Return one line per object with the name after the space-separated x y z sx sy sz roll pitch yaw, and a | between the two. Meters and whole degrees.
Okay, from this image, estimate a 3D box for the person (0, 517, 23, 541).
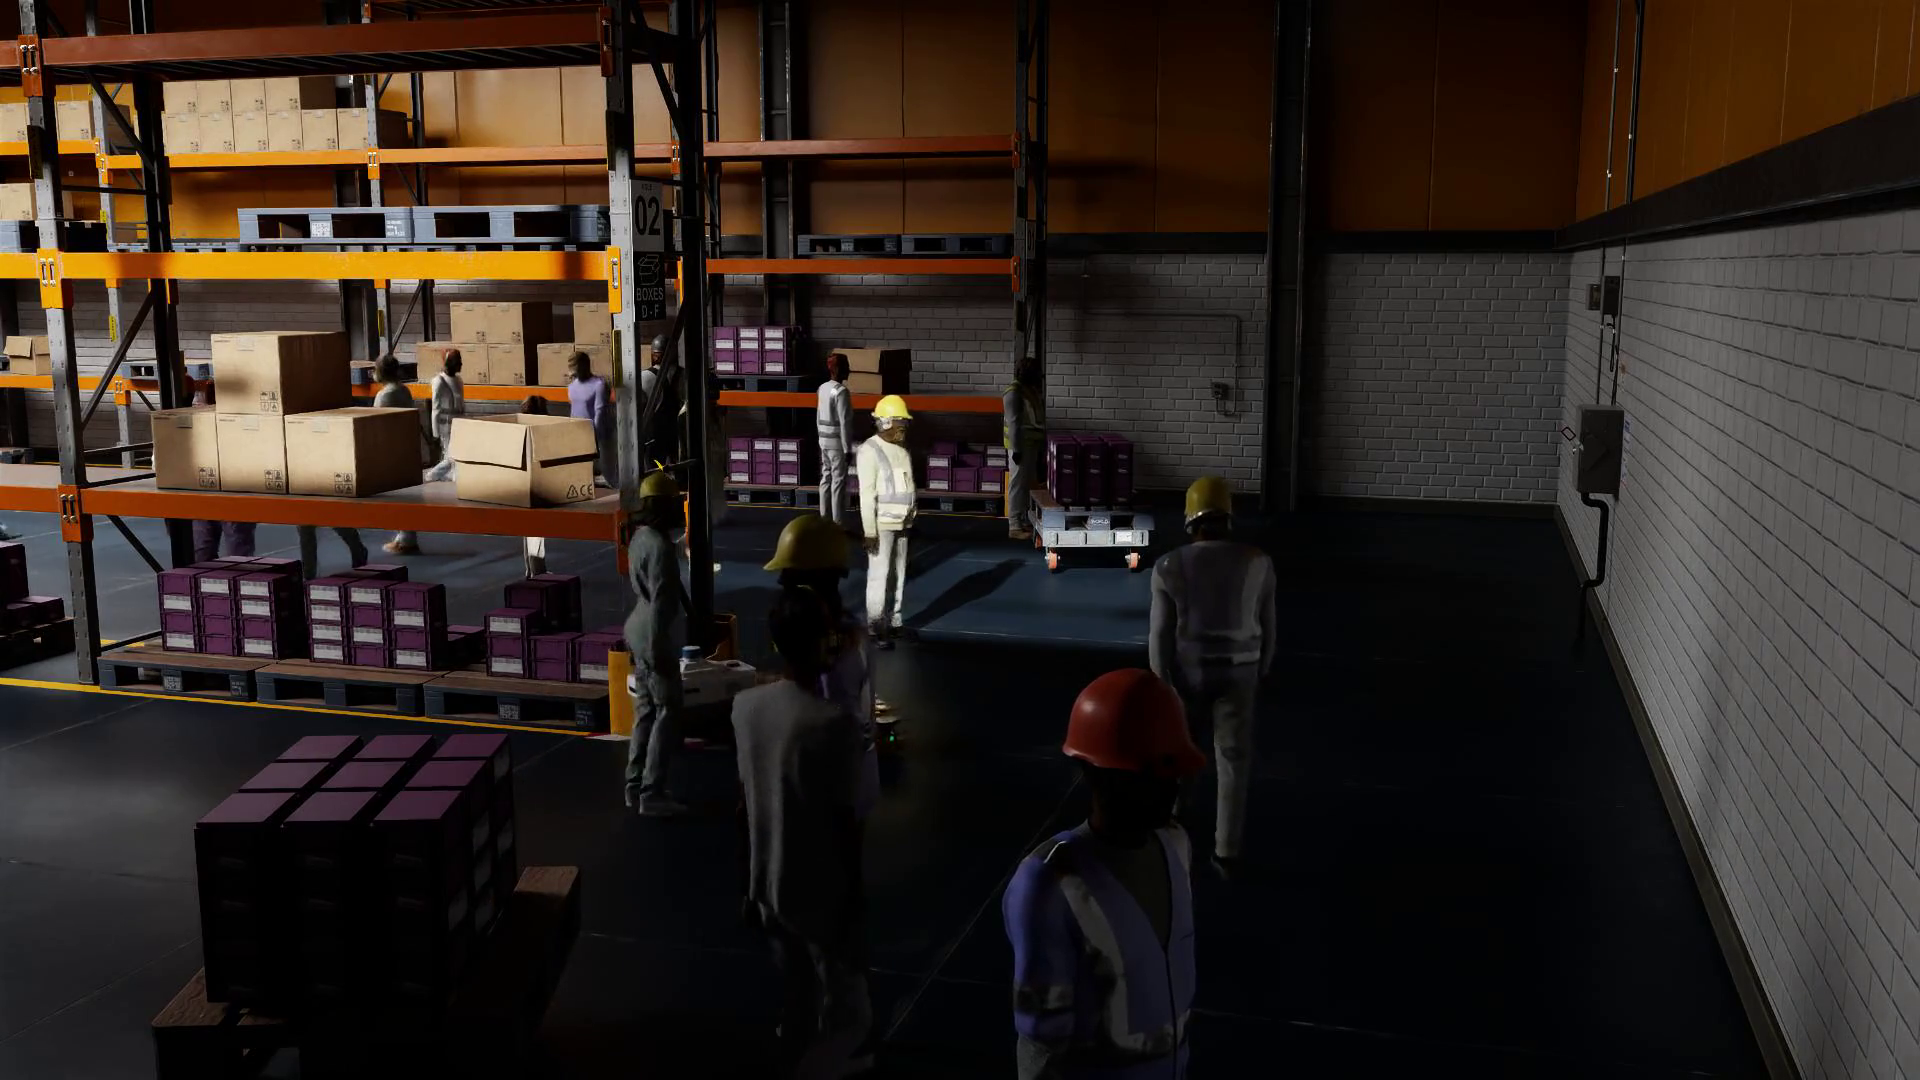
-9.735 -0.792 16.349 0.879 1.721 0.535 0 9 -1 | person

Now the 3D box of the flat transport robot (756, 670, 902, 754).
-0.836 1.001 9.845 0.652 0.197 1.431 -3 10 -16 | flat transport robot

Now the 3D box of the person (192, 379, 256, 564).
-5.746 -0.310 12.948 0.687 1.891 0.415 2 10 14 | person

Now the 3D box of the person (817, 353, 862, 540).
-1.245 -0.940 16.776 0.357 1.881 0.574 -6 11 -31 | person

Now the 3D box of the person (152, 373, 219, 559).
-6.059 -0.358 13.058 0.543 1.939 0.360 0 9 -3 | person

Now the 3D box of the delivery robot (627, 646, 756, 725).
-1.546 0.854 9.589 0.707 0.478 0.477 -6 11 -32 | delivery robot

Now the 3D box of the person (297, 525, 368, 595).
-5.420 -0.527 14.186 0.633 1.911 0.880 1 9 8 | person

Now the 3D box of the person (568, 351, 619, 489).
-3.890 -1.043 17.443 0.618 1.876 1.043 5 11 30 | person

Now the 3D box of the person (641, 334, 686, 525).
-3.137 -1.158 17.624 0.677 2.000 0.536 -5 11 -28 | person

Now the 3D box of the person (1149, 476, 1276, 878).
1.167 0.592 7.736 0.590 1.781 0.929 1 9 3 | person

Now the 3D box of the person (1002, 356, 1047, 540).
0.664 -0.937 16.881 0.429 1.845 0.621 3 10 20 | person

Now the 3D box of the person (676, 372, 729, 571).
-2.353 -0.613 14.992 0.523 1.820 0.645 3 10 18 | person

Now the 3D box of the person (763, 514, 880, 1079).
-0.467 0.867 5.627 0.380 1.925 0.590 -2 9 -11 | person

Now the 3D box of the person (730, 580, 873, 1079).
-0.480 1.042 4.814 0.508 1.857 0.516 8 12 39 | person

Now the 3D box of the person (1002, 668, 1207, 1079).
0.335 1.213 3.481 0.360 1.939 0.543 8 12 39 | person

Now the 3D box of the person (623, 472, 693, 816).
-1.542 0.515 8.438 0.419 1.698 0.570 -4 10 -23 | person

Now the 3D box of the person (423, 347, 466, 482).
-5.831 -1.249 18.766 0.836 1.860 0.578 2 9 9 | person

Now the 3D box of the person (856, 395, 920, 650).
-0.516 -0.125 12.017 0.404 1.819 0.628 5 11 28 | person

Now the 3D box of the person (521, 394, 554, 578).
-3.693 -0.447 14.506 0.308 1.642 0.510 -4 10 -21 | person

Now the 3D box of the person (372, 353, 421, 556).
-5.384 -0.811 15.841 0.374 1.942 0.635 0 9 -2 | person
